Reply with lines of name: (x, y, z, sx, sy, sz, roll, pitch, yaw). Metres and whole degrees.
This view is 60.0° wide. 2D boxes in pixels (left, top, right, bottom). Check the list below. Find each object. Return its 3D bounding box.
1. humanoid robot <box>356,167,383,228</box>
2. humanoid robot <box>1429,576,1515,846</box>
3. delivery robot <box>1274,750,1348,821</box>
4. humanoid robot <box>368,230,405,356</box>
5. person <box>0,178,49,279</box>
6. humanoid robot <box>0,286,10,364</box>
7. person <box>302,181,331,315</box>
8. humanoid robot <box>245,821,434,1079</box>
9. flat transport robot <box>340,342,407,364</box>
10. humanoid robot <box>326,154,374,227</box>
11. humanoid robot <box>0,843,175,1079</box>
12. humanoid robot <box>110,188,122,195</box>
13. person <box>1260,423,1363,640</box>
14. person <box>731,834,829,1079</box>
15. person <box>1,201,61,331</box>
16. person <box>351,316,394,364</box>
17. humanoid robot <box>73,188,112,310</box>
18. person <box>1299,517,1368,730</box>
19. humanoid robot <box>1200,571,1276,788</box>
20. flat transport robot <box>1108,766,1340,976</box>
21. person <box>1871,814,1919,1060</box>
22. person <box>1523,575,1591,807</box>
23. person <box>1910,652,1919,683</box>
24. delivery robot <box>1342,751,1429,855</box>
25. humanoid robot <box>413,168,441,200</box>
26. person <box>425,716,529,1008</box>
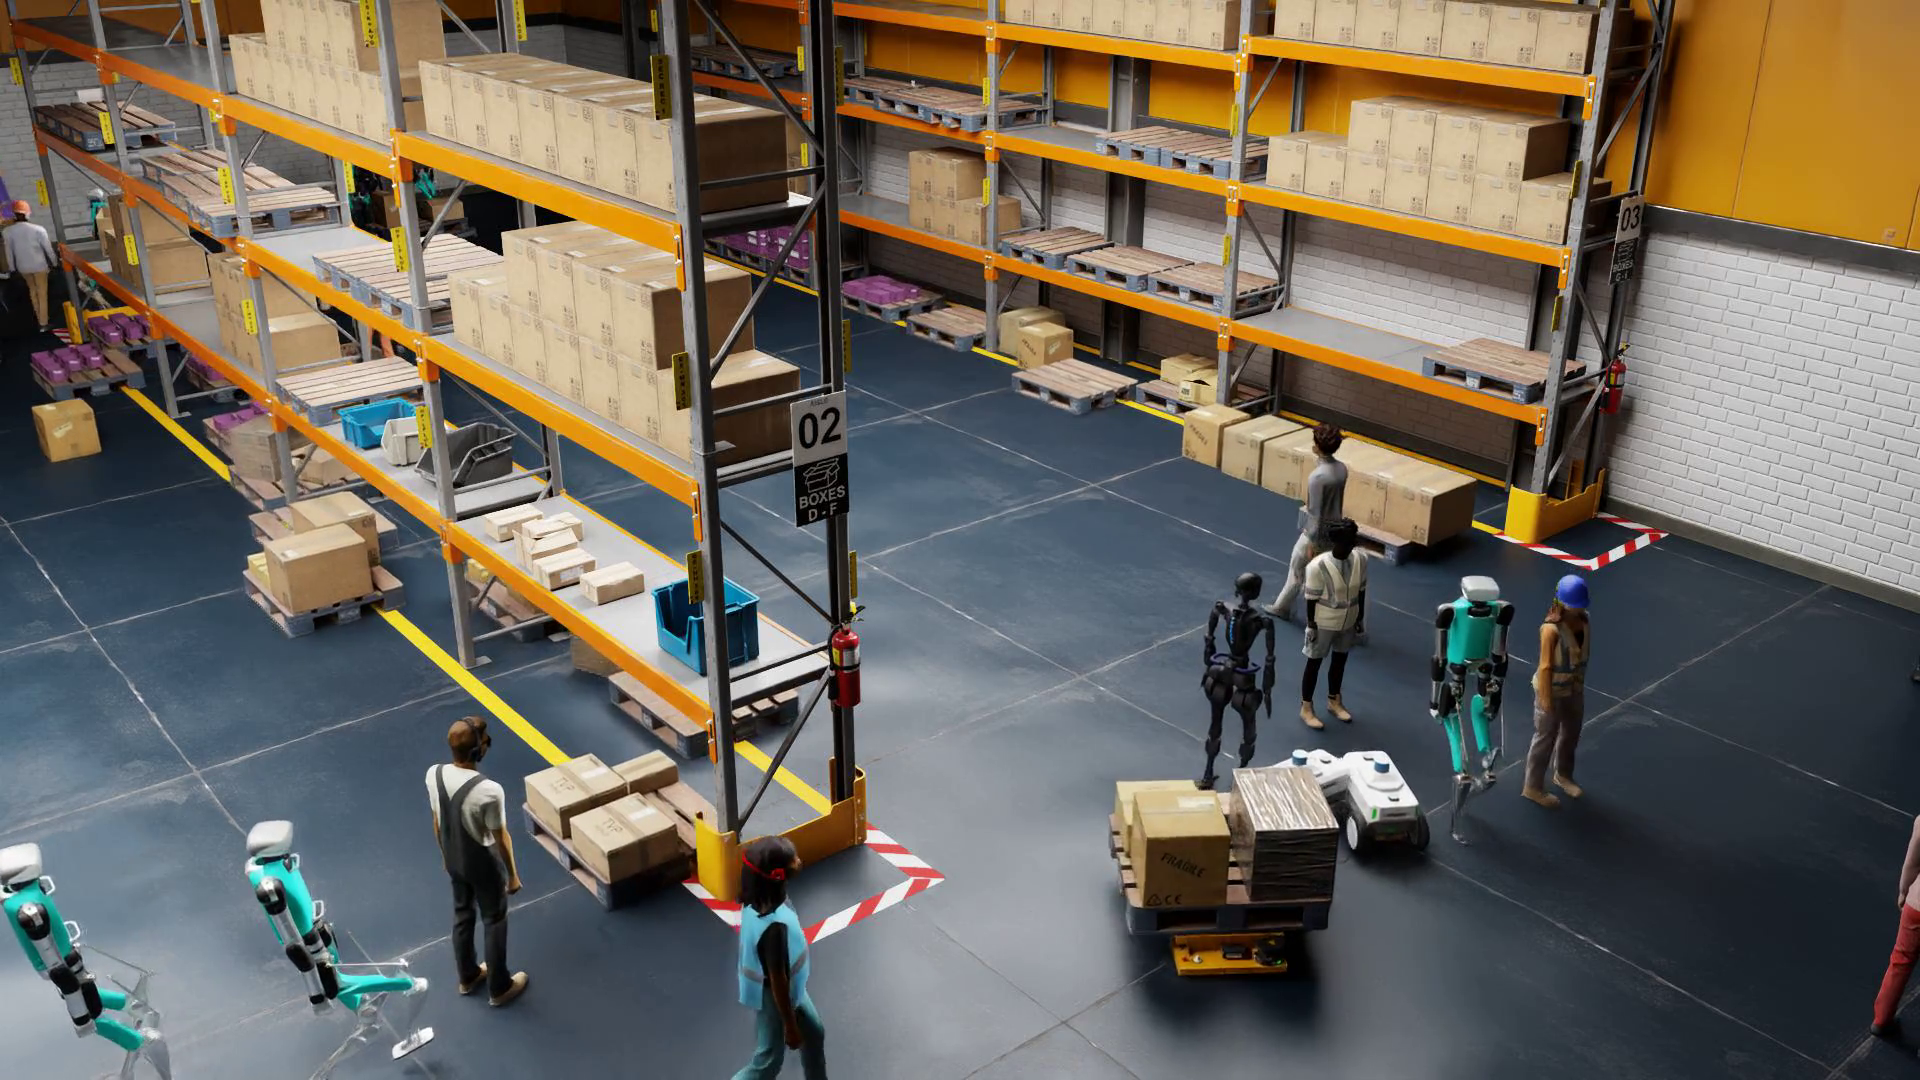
humanoid robot: (-9.965, -6.082, 27.932, 0.599, 1.657, 0.315, 15, 27, 30)
humanoid robot: (3.462, 1.209, 11.093, 0.533, 1.854, 0.801, -3, 24, -7)
delivery robot: (2.280, 1.718, 11.313, 0.805, 0.601, 0.499, -15, 27, -31)
humanoid robot: (-7.301, -3.135, 21.144, 0.606, 1.635, 0.465, 1, 23, 1)
person: (-14.136, -4.770, 24.666, 0.891, 1.886, 0.589, -3, 24, -6)
humanoid robot: (-12.230, -2.954, 20.719, 0.616, 1.631, 0.565, -10, 25, -23)
person: (-8.815, -4.008, 22.915, 0.507, 1.864, 0.578, 2, 23, 4)
humanoid robot: (-3.171, 2.197, 8.756, 1.013, 1.727, 0.538, -8, 25, -18)
flat transport robot: (-7.501, -2.211, 20.763, 0.659, 0.231, 1.431, -21, 31, -39)
humanoid robot: (-9.830, -5.740, 27.124, 0.552, 1.757, 1.017, 3, 24, 7)
humanoid robot: (-4.373, 2.310, 8.583, 0.799, 1.890, 0.552, -18, 29, -35)
humanoid robot: (-11.288, -3.998, 23.172, 0.762, 1.862, 0.549, -17, 29, -35)
person: (3.033, -0.083, 13.853, 0.555, 1.844, 0.993, -19, 30, -37)
person: (-0.957, 2.289, 8.367, 0.932, 1.830, 0.527, -4, 24, -9)
person: (-12.456, -3.723, 22.427, 0.578, 1.718, 0.731, -1, 23, -3)
person: (-7.035, -2.625, 19.855, 0.505, 1.747, 0.478, -6, 24, -14)
humanoid robot: (-11.915, -3.879, 22.775, 0.679, 1.797, 0.533, -16, 28, -33)
person: (2.793, 0.608, 12.436, 0.533, 1.693, 0.320, -10, 25, -21)
humanoid robot: (1.922, 0.981, 11.597, 0.586, 1.655, 0.321, 18, 29, 36)
flat transport robot: (1.585, 2.229, 10.481, 0.659, 0.231, 1.431, -1, 23, -3)
person: (5.381, 2.027, 9.075, 0.336, 1.757, 0.516, -18, 29, -36)
person: (4.142, 1.017, 11.424, 0.539, 1.754, 0.329, -15, 27, -31)
person: (7.807, 0.263, 12.952, 0.549, 1.922, 0.387, 15, 27, 31)
delivery robot: (2.830, 1.760, 11.220, 0.499, 0.605, 0.781, -2, 23, -5)
humanoid robot: (-8.908, -6.061, 27.842, 0.693, 1.802, 0.547, 15, 28, 32)
person: (-2.730, 1.832, 9.434, 0.520, 1.834, 0.363, 10, 25, 21)
